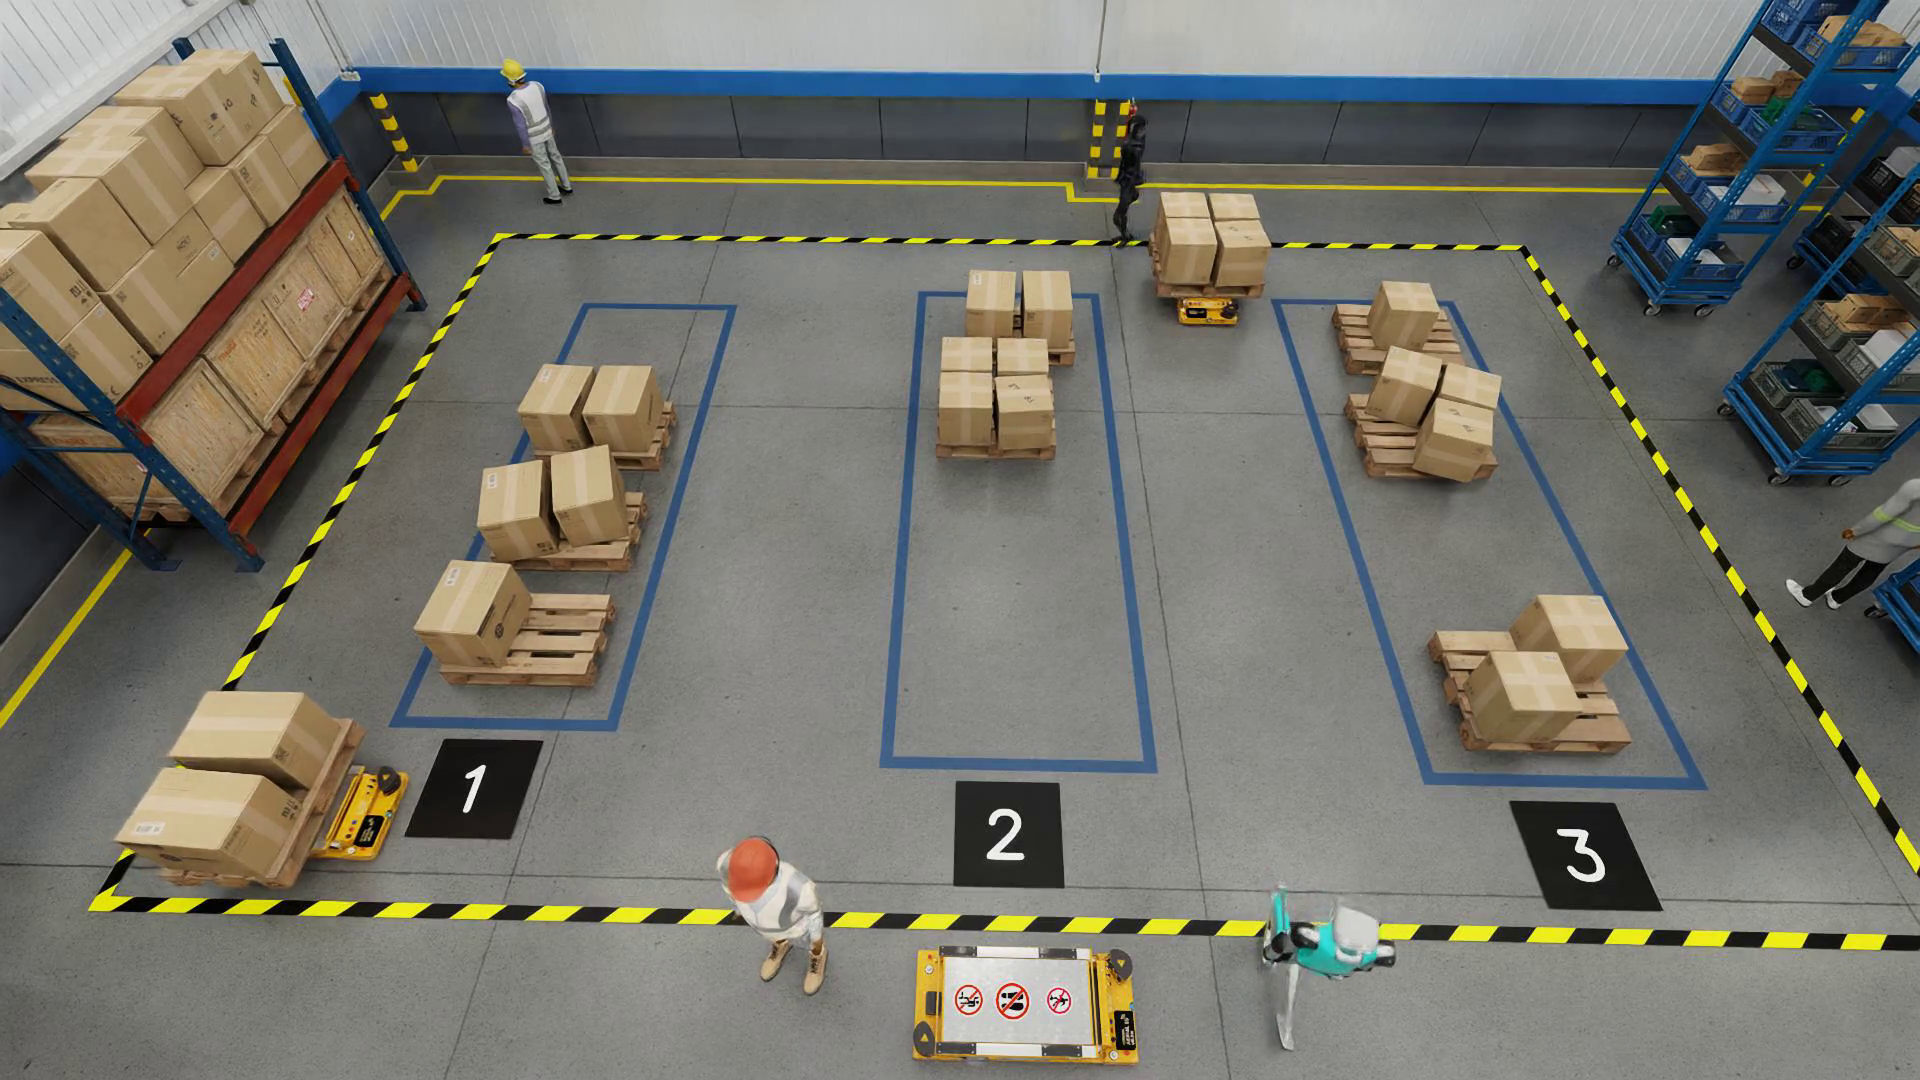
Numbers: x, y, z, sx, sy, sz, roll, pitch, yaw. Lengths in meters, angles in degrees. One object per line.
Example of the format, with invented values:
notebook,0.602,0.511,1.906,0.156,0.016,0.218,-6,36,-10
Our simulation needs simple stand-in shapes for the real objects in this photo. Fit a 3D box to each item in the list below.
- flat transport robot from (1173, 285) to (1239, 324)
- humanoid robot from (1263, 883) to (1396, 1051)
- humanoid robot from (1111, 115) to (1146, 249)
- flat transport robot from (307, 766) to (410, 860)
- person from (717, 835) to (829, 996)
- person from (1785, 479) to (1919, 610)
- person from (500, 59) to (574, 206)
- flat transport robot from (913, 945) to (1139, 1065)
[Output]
flat transport robot,2.894,-3.114,11.006,0.652,0.197,1.431,1,51,1
humanoid robot,2.117,2.407,5.573,0.536,1.728,0.981,9,51,7
humanoid robot,2.038,-4.336,11.110,0.363,1.645,0.601,-6,51,-5
flat transport robot,-4.971,2.015,6.826,1.431,0.197,0.652,1,51,1
person,-1.102,2.264,5.494,0.613,2.047,0.358,14,52,11
person,7.649,-0.072,7.522,0.596,1.852,0.376,8,51,6
person,-5.412,-5.191,11.706,0.404,1.837,0.589,17,53,13
flat transport robot,0.422,3.041,6.007,1.431,0.231,0.659,1,51,1
